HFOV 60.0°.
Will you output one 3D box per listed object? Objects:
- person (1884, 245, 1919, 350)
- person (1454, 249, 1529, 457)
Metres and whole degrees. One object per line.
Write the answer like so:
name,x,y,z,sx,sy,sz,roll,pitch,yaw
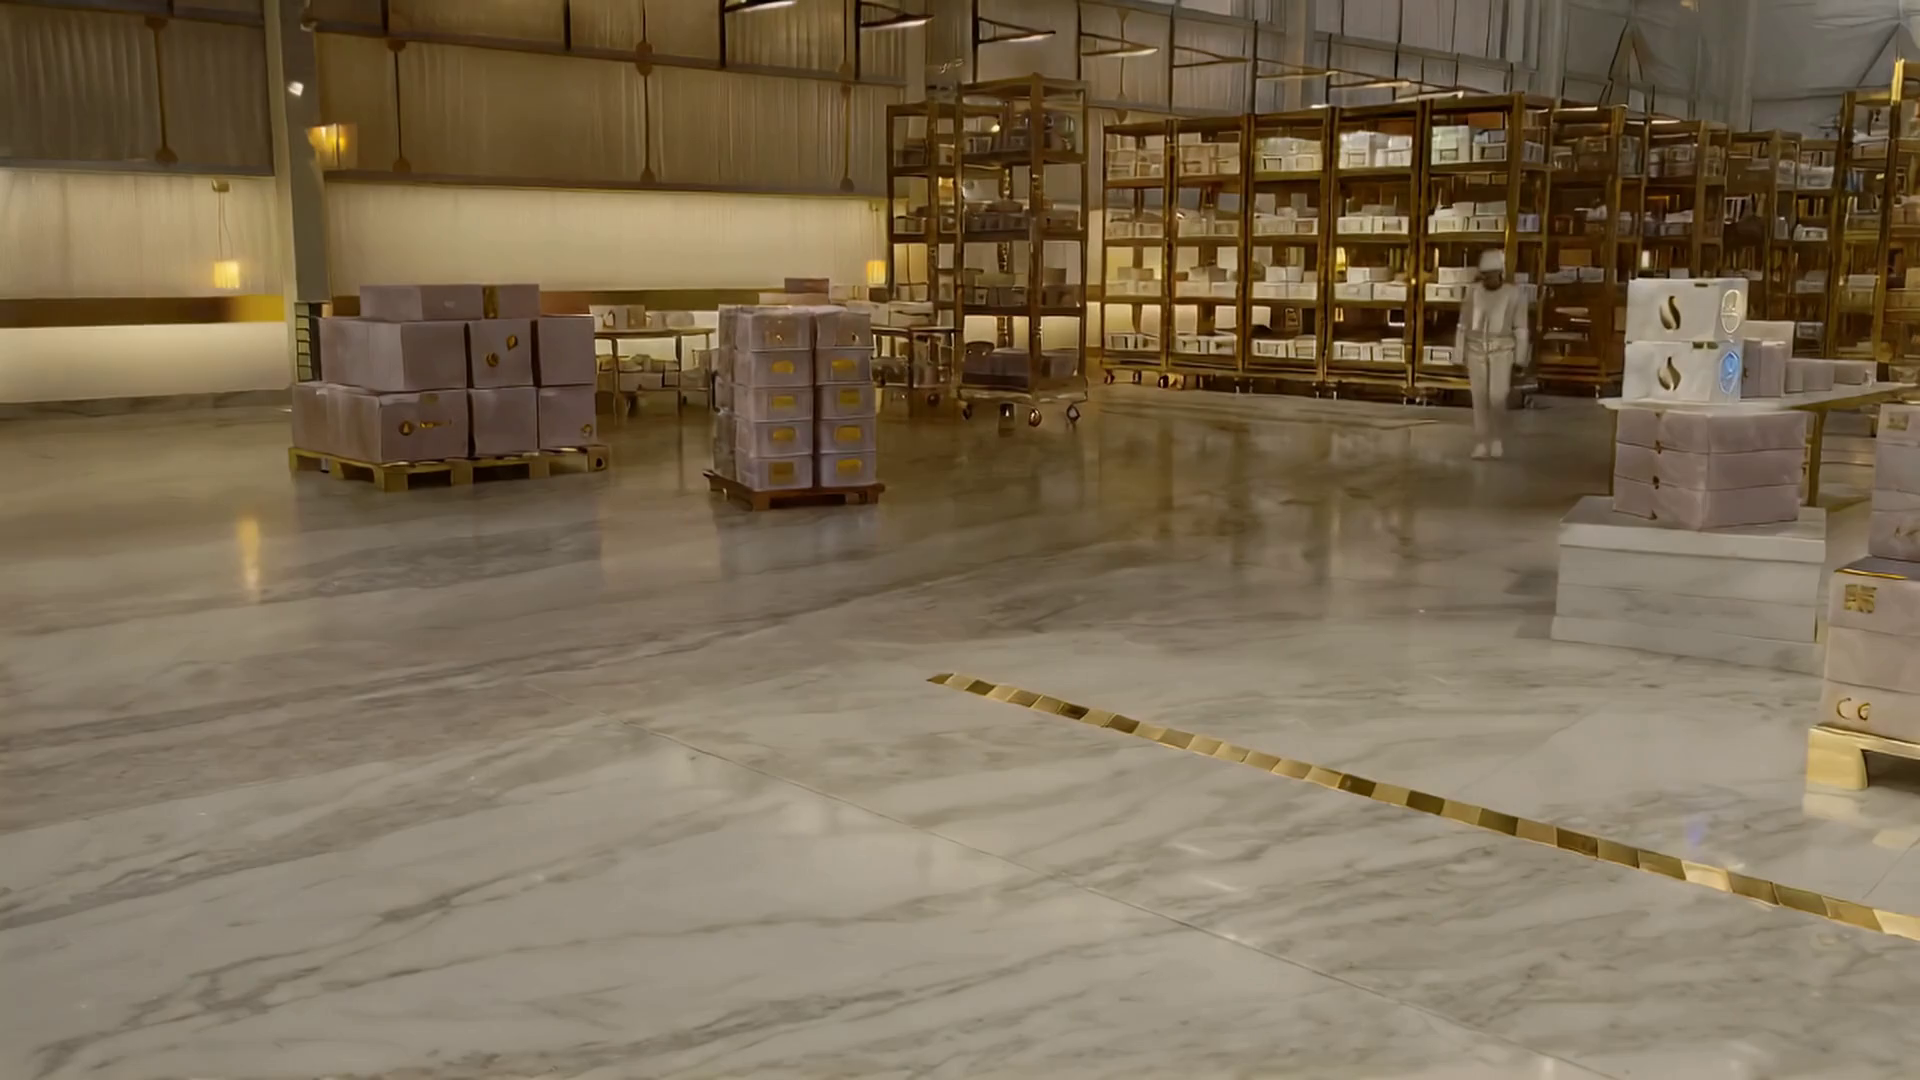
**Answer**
person,11.155,-2.540,19.769,0.491,1.918,0.620,4,10,22
person,4.610,-1.611,14.489,0.619,1.815,0.481,6,11,33
